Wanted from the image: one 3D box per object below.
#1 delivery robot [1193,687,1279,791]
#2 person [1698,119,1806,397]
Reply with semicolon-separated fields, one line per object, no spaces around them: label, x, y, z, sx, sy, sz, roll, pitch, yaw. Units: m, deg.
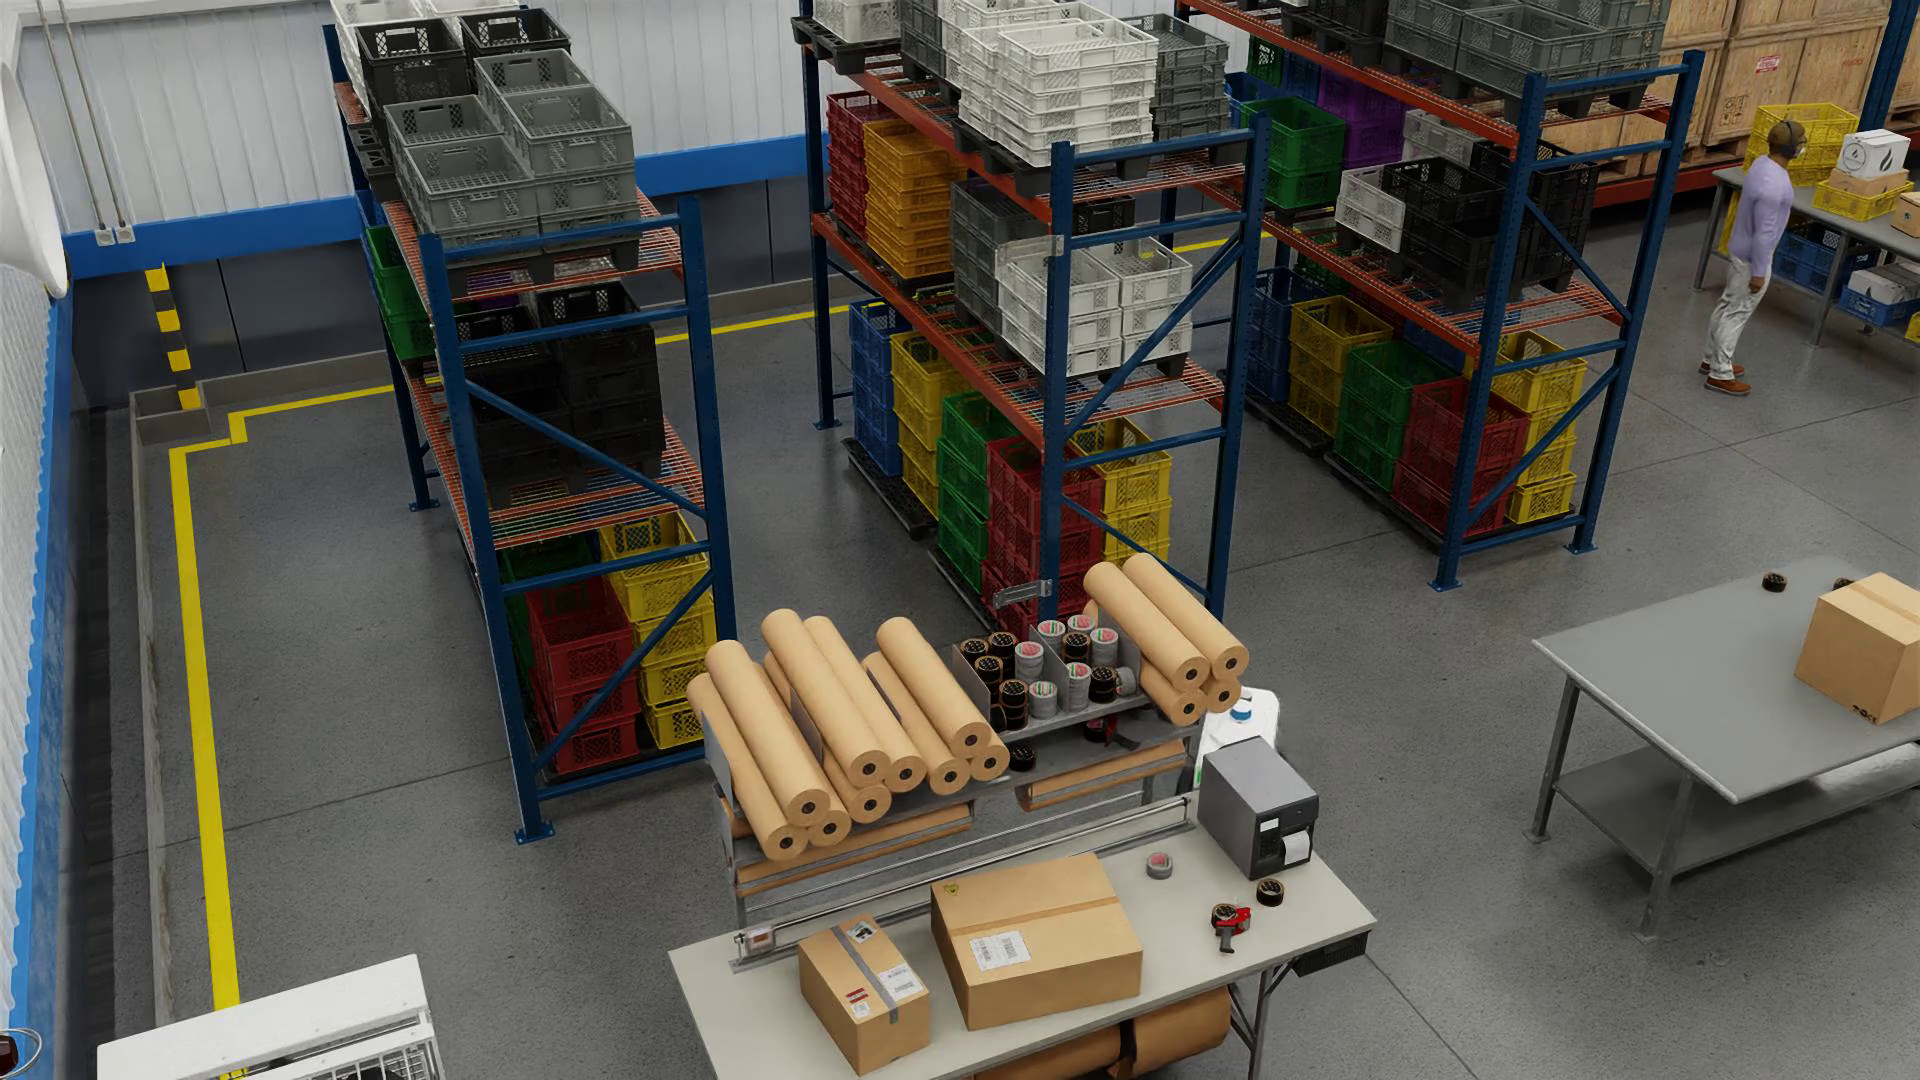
delivery robot;1.331;0.984;7.991;0.477;0.478;0.707;7;32;12
person;5.518;-1.966;11.557;0.359;1.939;0.635;8;33;13
